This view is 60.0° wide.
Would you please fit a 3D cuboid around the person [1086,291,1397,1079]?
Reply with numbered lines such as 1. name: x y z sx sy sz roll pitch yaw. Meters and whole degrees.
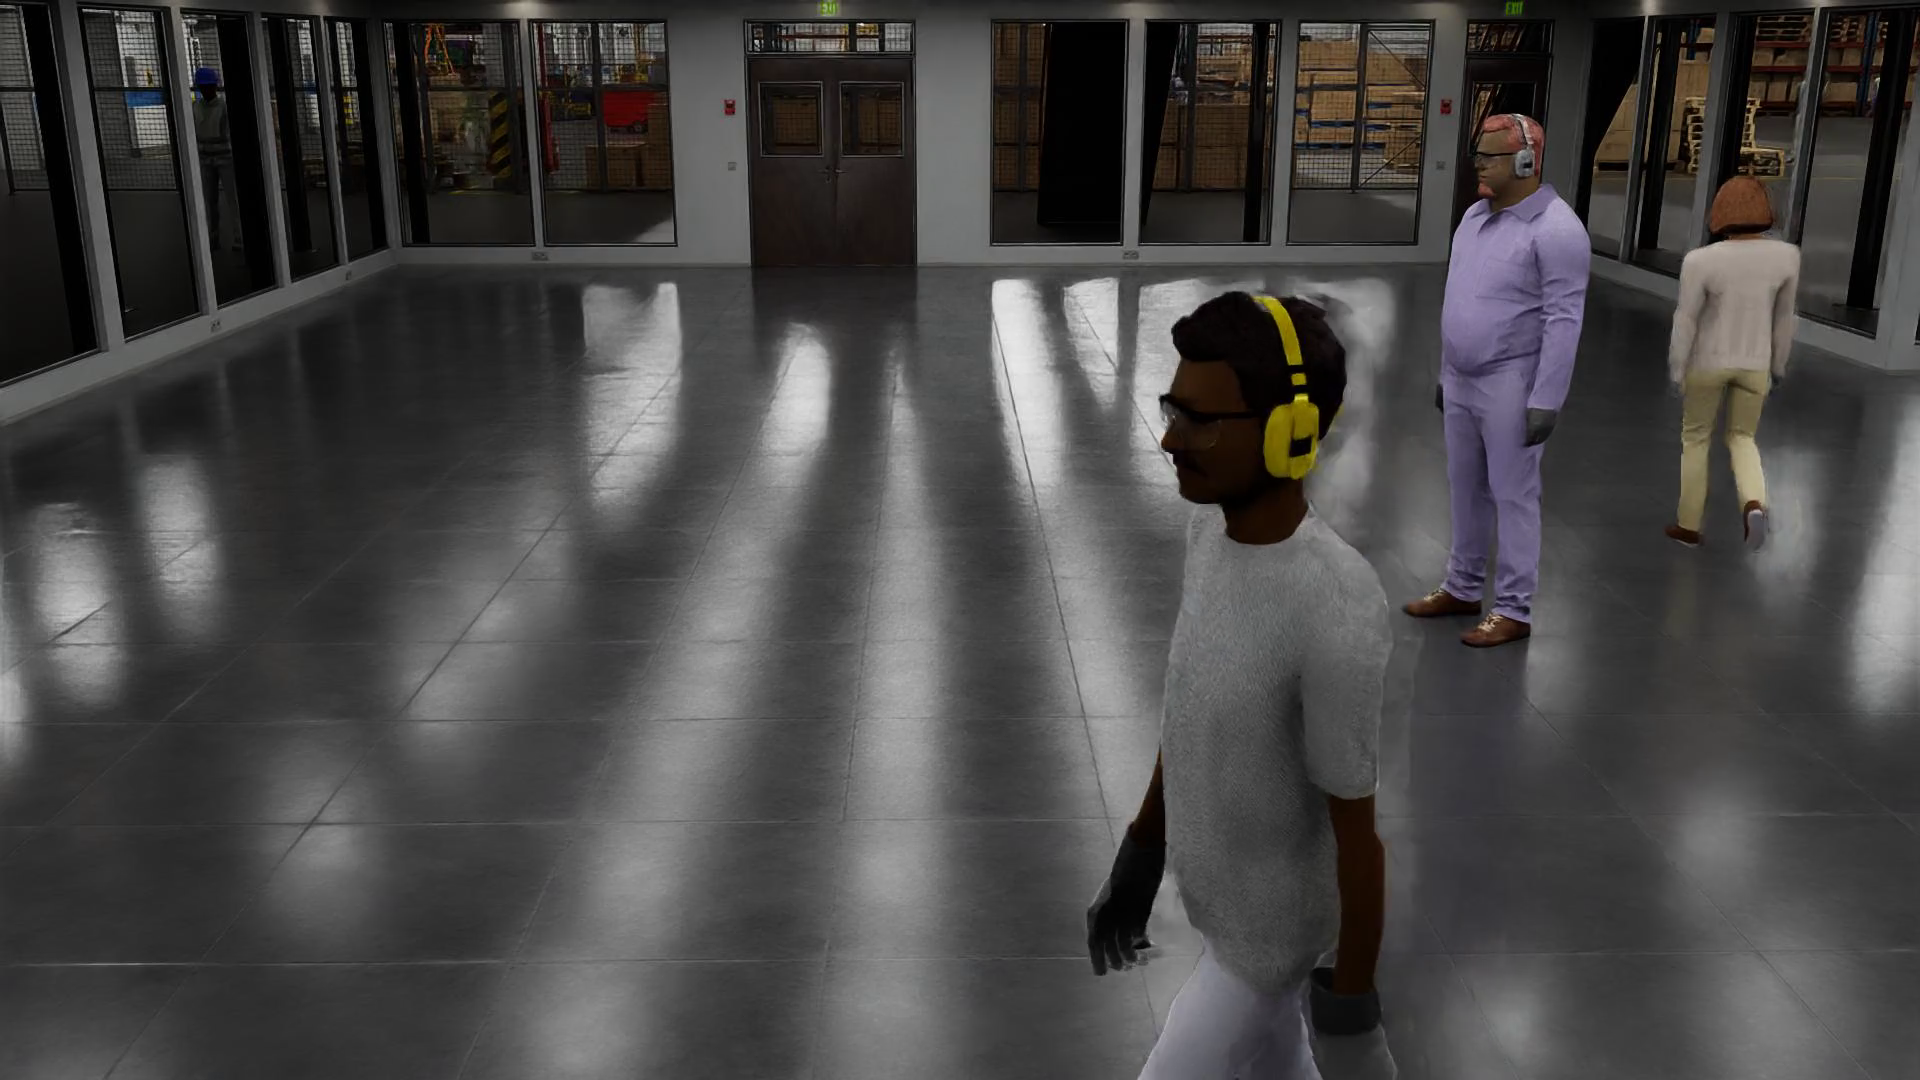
1. person: 0.472 0.544 2.402 0.953 1.835 0.512 -2 17 -7

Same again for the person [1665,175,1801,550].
1. person: 3.277 -0.722 7.062 0.513 1.614 0.507 1 16 3

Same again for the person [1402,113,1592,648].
1. person: 1.926 -0.565 6.027 0.403 1.906 0.652 -5 17 -18
